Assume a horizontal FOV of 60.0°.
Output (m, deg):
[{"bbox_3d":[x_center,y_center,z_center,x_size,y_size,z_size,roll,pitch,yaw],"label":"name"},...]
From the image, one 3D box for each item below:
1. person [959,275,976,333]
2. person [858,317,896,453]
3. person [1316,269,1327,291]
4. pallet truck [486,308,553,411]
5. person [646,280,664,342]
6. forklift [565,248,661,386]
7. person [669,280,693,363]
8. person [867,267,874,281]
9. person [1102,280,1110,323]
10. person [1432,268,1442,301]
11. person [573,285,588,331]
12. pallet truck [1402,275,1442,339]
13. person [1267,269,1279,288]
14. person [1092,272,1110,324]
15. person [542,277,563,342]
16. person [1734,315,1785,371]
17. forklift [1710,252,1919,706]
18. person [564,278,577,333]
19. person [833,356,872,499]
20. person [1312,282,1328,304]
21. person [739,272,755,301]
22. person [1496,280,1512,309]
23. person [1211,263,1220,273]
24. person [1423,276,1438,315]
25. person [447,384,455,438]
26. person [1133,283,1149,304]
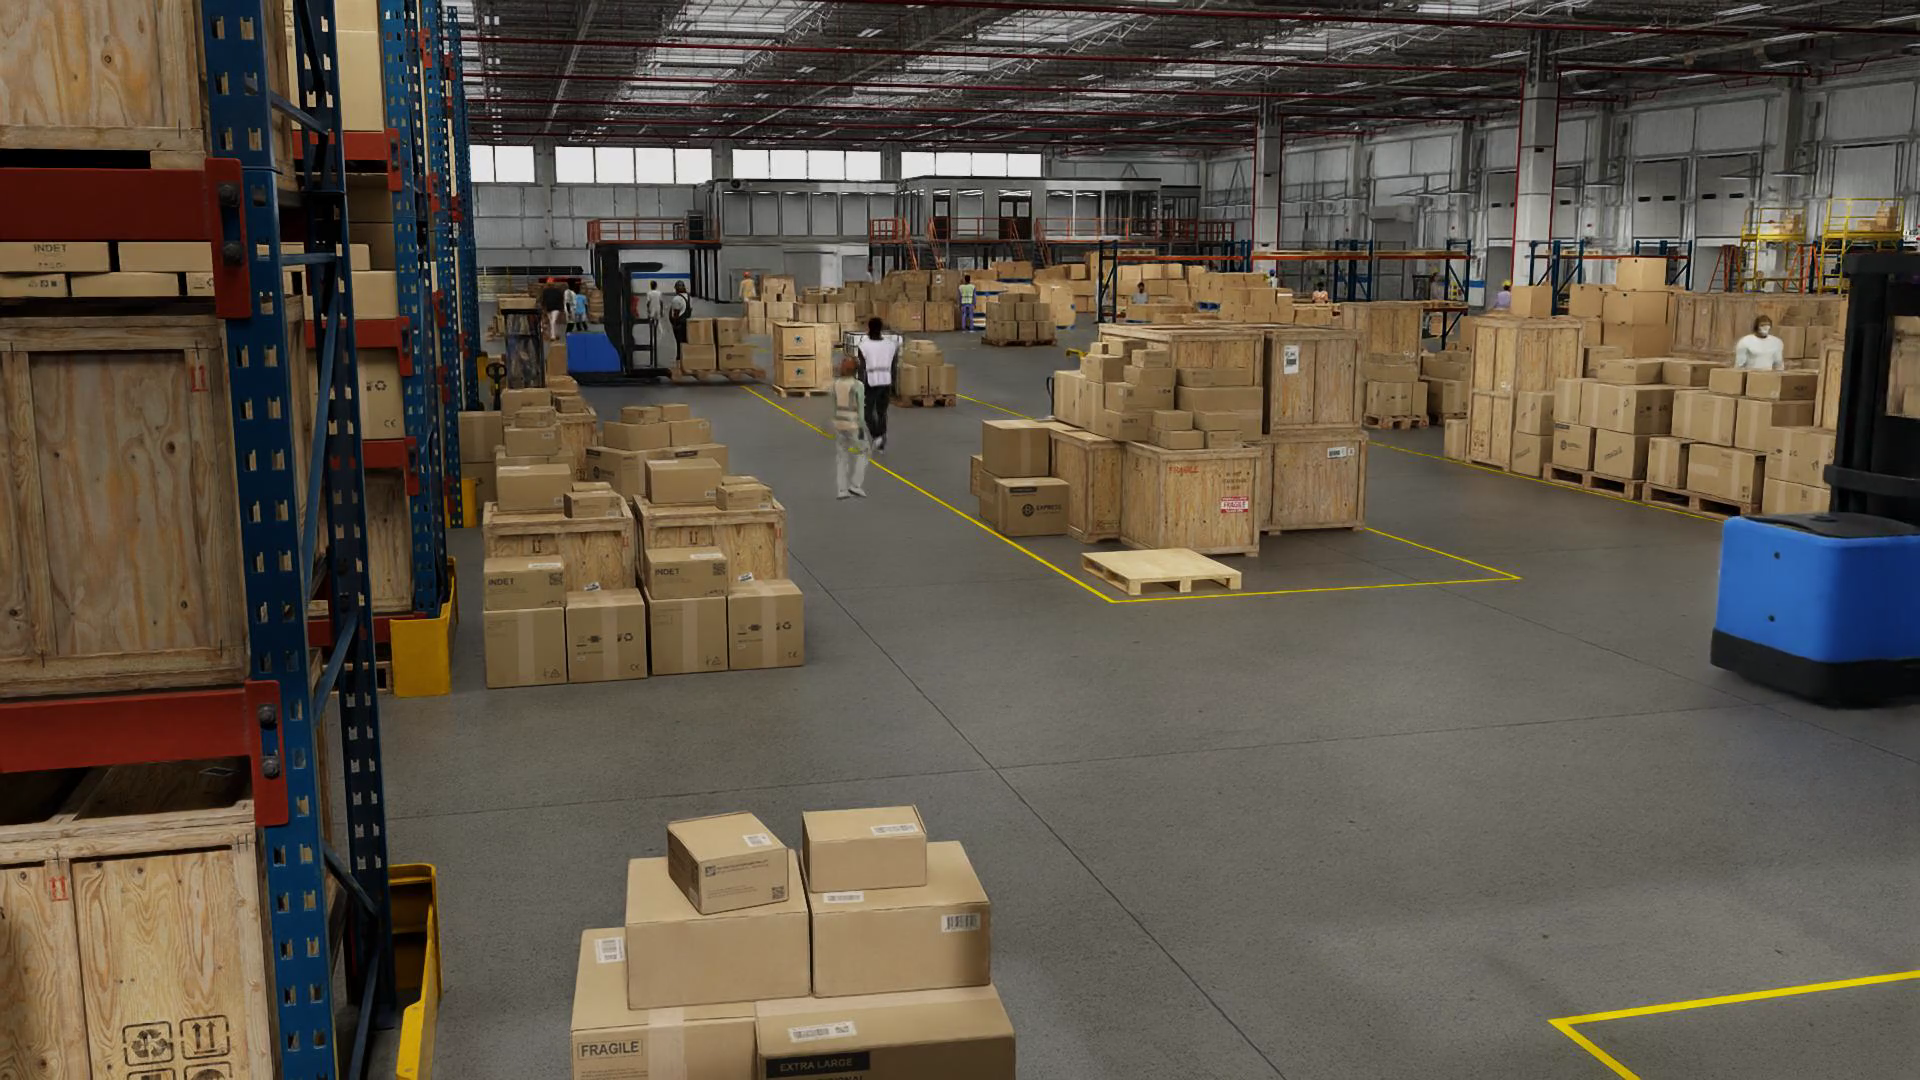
[{"bbox_3d":[0.248,-7.858,55.396,0.591,1.919,0.392,1,10,7],"label":"person"},{"bbox_3d":[-1.140,-2.137,23.070,0.610,1.898,0.431,-5,11,-25],"label":"person"},{"bbox_3d":[17.488,-12.194,80.332,1.001,1.796,0.627,8,13,40],"label":"person"},{"bbox_3d":[-6.242,-2.418,24.362,0.823,1.965,1.885,1,10,3],"label":"pallet truck"},{"bbox_3d":[-9.161,-6.877,49.996,0.527,1.856,0.469,-7,12,-33],"label":"person"},{"bbox_3d":[-7.222,-4.636,34.424,1.873,2.768,1.129,-3,10,-15],"label":"forklift"},{"bbox_3d":[-6.913,-5.379,41.008,0.538,2.000,0.684,5,11,25],"label":"person"},{"bbox_3d":[-4.486,-12.749,83.290,0.354,1.864,0.699,-1,10,-4],"label":"person"},{"bbox_3d":[4.909,-7.925,56.265,0.315,1.743,0.487,4,11,22],"label":"person"},{"bbox_3d":[20.864,-10.978,73.082,0.589,1.911,0.490,2,10,8],"label":"person"},{"bbox_3d":[-11.727,-7.004,51.256,0.528,1.669,0.467,-8,13,-38],"label":"person"},{"bbox_3d":[14.620,-7.324,52.145,0.823,1.965,1.885,8,13,40],"label":"pallet truck"},{"bbox_3d":[12.581,-9.925,67.004,0.614,1.950,0.376,-6,11,-29],"label":"person"},{"bbox_3d":[5.242,-8.932,61.527,0.686,1.925,0.475,7,12,34],"label":"person"},{"bbox_3d":[-12.255,-6.954,50.152,0.609,1.965,0.905,2,10,11],"label":"person"},{"bbox_3d":[11.160,-2.164,23.151,0.642,1.920,0.647,-1,10,-3],"label":"person"},{"bbox_3d":[6.056,-0.454,10.743,1.873,2.768,1.129,-3,10,-15],"label":"forklift"},{"bbox_3d":[-11.294,-6.631,48.308,0.362,1.963,0.614,0,10,1],"label":"person"},{"bbox_3d":[-1.244,-1.272,18.924,0.524,1.622,0.395,9,13,40],"label":"person"},{"bbox_3d":[11.972,-7.734,55.345,0.533,1.690,0.321,5,11,27],"label":"person"},{"bbox_3d":[-8.278,-9.467,64.587,0.563,1.883,0.996,-5,11,-26],"label":"person"},{"bbox_3d":[15.810,-6.584,48.218,0.592,1.906,0.532,8,13,39],"label":"person"},{"bbox_3d":[13.853,-13.916,89.537,0.660,1.967,0.799,-7,12,-35],"label":"person"},{"bbox_3d":[17.053,-8.672,60.377,0.650,1.789,0.984,-9,14,-43],"label":"person"},{"bbox_3d":[-6.323,-1.581,20.084,0.429,1.842,0.631,7,12,35],"label":"person"},{"bbox_3d":[5.269,-6.604,48.595,0.504,1.822,1.002,1,10,6],"label":"person"}]
